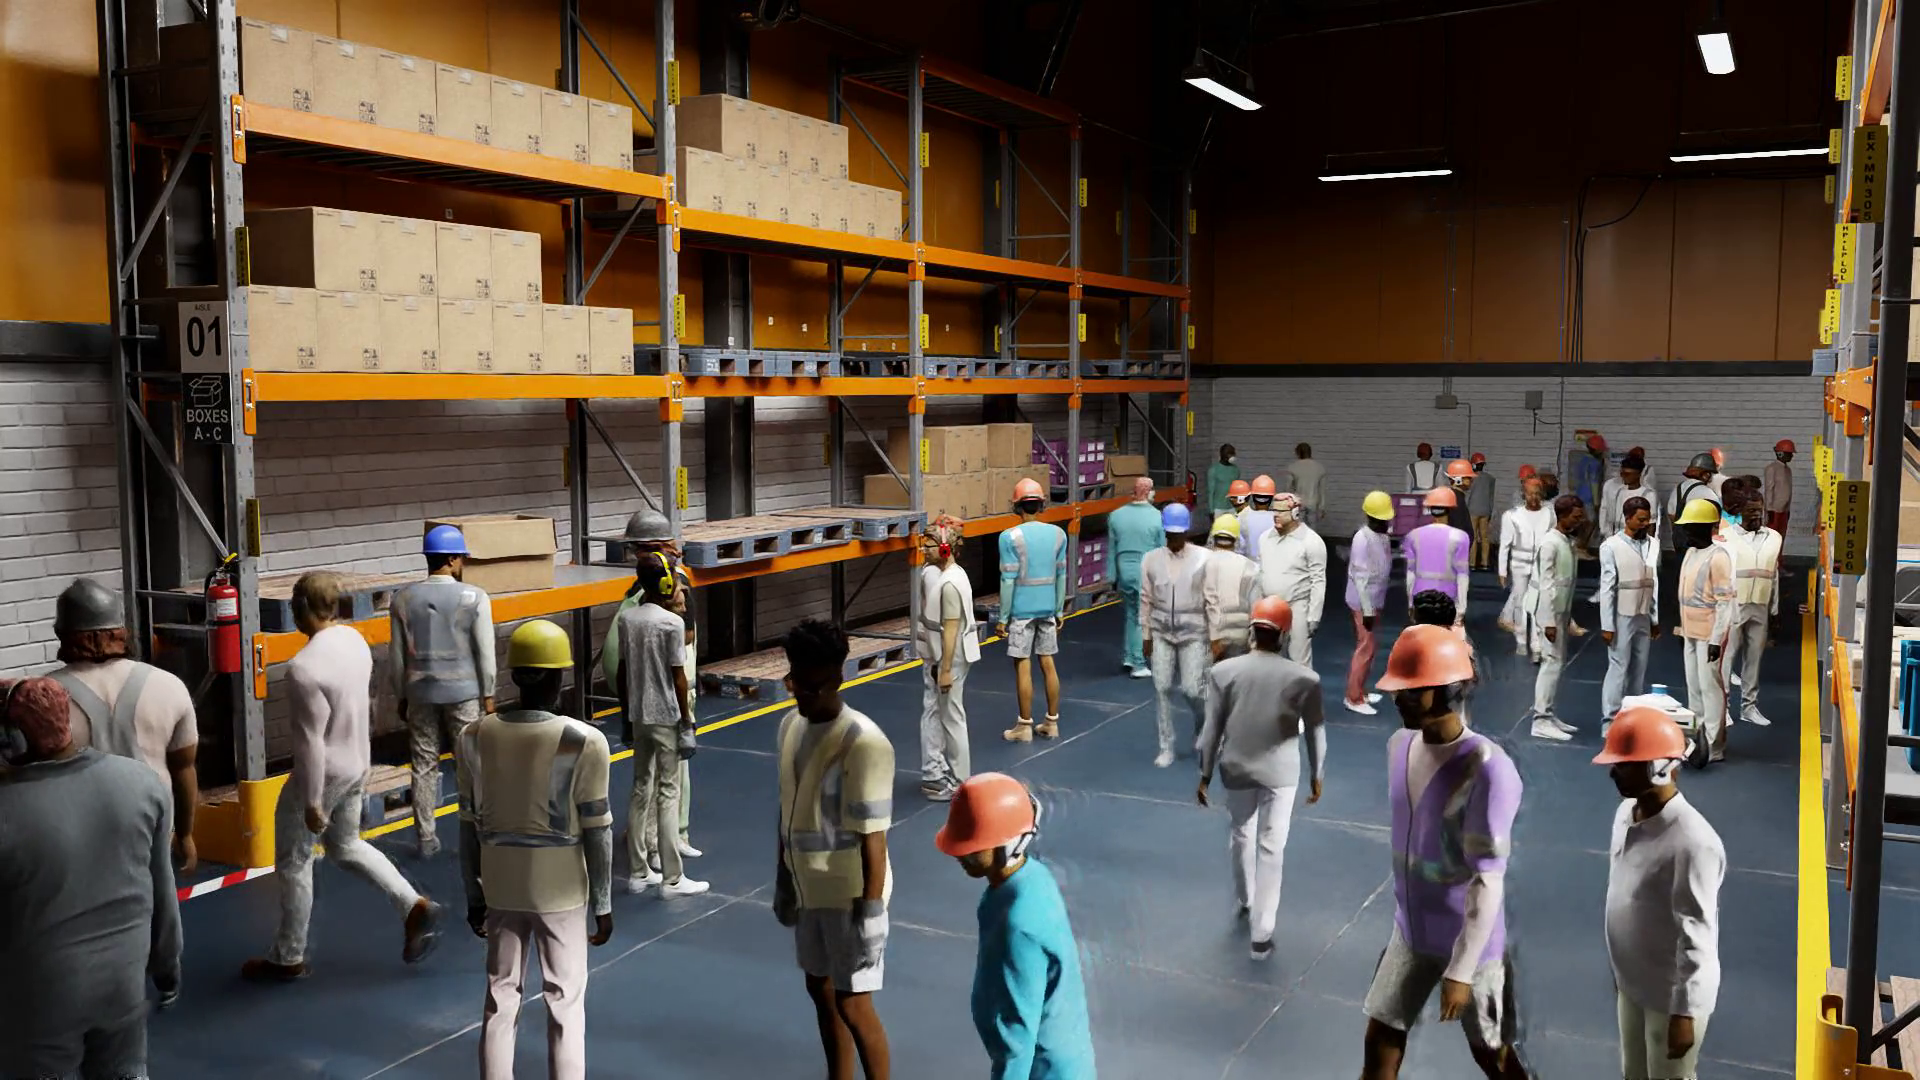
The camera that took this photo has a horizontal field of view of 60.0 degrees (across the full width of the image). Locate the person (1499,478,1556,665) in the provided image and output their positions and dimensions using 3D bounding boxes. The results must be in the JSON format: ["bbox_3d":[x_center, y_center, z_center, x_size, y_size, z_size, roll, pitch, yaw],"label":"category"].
[{"bbox_3d":[5.690,0.296,16.625,0.596,1.834,1.005,1,5,13],"label":"person"}]

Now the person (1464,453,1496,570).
[{"bbox_3d":[7.701,-0.426,24.783,0.563,1.752,0.325,-2,6,-23],"label":"person"}]

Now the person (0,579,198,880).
[{"bbox_3d":[-3.457,1.124,6.584,0.984,2.000,0.702,5,7,44],"label":"person"}]

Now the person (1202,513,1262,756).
[{"bbox_3d":[1.948,0.703,12.393,0.594,1.792,0.760,0,5,5],"label":"person"}]

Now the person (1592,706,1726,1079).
[{"bbox_3d":[2.190,1.392,5.295,0.368,1.742,0.586,0,5,-3],"label":"person"}]

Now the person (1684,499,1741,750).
[{"bbox_3d":[5.613,0.646,12.446,0.401,1.907,0.605,5,7,41],"label":"person"}]

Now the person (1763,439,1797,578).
[{"bbox_3d":[11.716,-0.445,23.774,0.613,1.986,0.407,-4,7,-37],"label":"person"}]

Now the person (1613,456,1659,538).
[{"bbox_3d":[7.508,0.044,18.596,0.368,1.967,0.600,-2,6,-21],"label":"person"}]

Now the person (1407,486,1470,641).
[{"bbox_3d":[3.979,0.509,13.853,0.564,1.917,0.459,5,7,40],"label":"person"}]

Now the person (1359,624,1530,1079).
[{"bbox_3d":[1.530,1.268,5.373,0.992,1.995,0.626,-2,6,-23],"label":"person"}]

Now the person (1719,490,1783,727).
[{"bbox_3d":[6.345,0.546,13.453,0.600,1.917,0.377,-1,5,-8],"label":"person"}]

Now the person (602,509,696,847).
[{"bbox_3d":[-1.825,0.829,9.751,0.536,2.000,0.688,-2,6,-22],"label":"person"}]

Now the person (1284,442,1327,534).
[{"bbox_3d":[5.209,-0.525,25.081,0.624,1.899,0.684,-1,5,-8],"label":"person"}]

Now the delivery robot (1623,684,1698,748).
[{"bbox_3d":[5.093,1.297,12.121,0.477,0.478,0.707,0,5,5],"label":"delivery robot"}]

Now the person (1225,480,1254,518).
[{"bbox_3d":[2.986,0.236,17.684,0.339,1.747,0.564,-1,5,-8],"label":"person"}]

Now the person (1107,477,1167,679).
[{"bbox_3d":[1.756,0.350,15.712,0.654,1.888,0.649,4,7,37],"label":"person"}]

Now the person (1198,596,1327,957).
[{"bbox_3d":[1.519,1.130,8.275,0.588,1.701,0.876,2,6,20],"label":"person"}]

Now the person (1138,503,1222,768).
[{"bbox_3d":[1.583,0.680,11.983,0.630,1.923,0.579,3,6,26],"label":"person"}]

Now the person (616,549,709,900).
[{"bbox_3d":[-1.631,0.986,8.969,0.521,1.873,0.334,4,7,37],"label":"person"}]

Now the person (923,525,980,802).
[{"bbox_3d":[-0.056,0.812,11.051,0.384,1.835,0.562,0,5,-3],"label":"person"}]

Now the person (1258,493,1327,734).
[{"bbox_3d":[2.576,0.577,13.185,0.399,1.908,0.643,-5,7,-40],"label":"person"}]

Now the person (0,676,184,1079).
[{"bbox_3d":[-2.724,1.341,5.041,0.450,1.890,0.654,3,6,30],"label":"person"}]

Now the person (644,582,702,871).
[{"bbox_3d":[-1.671,1.051,9.511,0.307,1.636,0.525,2,6,20],"label":"person"}]

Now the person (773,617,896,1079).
[{"bbox_3d":[-0.450,1.233,5.890,0.401,1.953,0.649,-4,7,-37],"label":"person"}]

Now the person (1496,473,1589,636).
[{"bbox_3d":[6.397,0.157,18.329,0.973,1.795,0.644,3,6,33],"label":"person"}]

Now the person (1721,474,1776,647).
[{"bbox_3d":[8.327,0.219,17.511,0.620,1.815,0.637,-2,6,-19],"label":"person"}]

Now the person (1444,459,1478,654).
[{"bbox_3d":[5.118,0.166,17.139,0.381,1.994,0.613,1,5,10],"label":"person"}]

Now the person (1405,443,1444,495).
[{"bbox_3d":[7.054,-0.535,25.270,0.572,1.885,0.358,1,5,14],"label":"person"}]

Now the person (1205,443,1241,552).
[{"bbox_3d":[3.811,-0.435,24.023,0.644,1.927,0.387,-3,6,-33],"label":"person"}]

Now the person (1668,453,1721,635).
[{"bbox_3d":[8.063,0.053,18.106,0.536,2.000,0.675,-1,5,-11],"label":"person"}]

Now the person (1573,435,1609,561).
[{"bbox_3d":[9.810,-0.651,25.982,0.489,1.988,0.768,1,5,6],"label":"person"}]

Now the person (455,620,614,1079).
[{"bbox_3d":[-1.510,1.244,5.969,0.585,1.918,0.409,1,5,12],"label":"person"}]

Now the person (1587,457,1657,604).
[{"bbox_3d":[8.191,-0.089,20.547,0.858,1.878,0.545,5,7,42],"label":"person"}]

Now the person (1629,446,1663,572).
[{"bbox_3d":[10.051,-0.450,24.501,0.466,1.854,0.618,-2,6,-19],"label":"person"}]

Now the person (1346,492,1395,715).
[{"bbox_3d":[3.435,0.523,13.907,0.480,1.879,0.718,3,6,29],"label":"person"}]

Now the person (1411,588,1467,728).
[{"bbox_3d":[2.494,1.098,8.733,0.321,1.688,0.530,3,6,27],"label":"person"}]

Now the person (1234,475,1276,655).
[{"bbox_3d":[2.745,0.381,15.119,0.542,1.939,0.364,1,5,7],"label":"person"}]

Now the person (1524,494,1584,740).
[{"bbox_3d":[4.664,0.590,13.059,0.420,1.908,0.609,4,6,35],"label":"person"}]

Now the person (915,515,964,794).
[{"bbox_3d":[-0.115,0.768,11.255,0.358,1.881,0.574,1,5,8],"label":"person"}]

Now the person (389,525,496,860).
[{"bbox_3d":[-2.994,0.887,9.664,0.606,1.940,0.409,0,5,2],"label":"person"}]

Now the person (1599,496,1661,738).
[{"bbox_3d":[5.166,0.610,12.856,0.598,1.907,0.408,-3,6,-30],"label":"person"}]

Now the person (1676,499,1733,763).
[{"bbox_3d":[5.403,0.663,12.148,0.388,1.926,0.590,0,5,1],"label":"person"}]

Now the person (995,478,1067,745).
[{"bbox_3d":[0.531,0.546,12.807,0.611,2.038,0.392,-3,6,-32],"label":"person"}]

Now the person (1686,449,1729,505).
[{"bbox_3d":[9.462,-0.178,21.104,0.640,1.938,1.011,4,7,36],"label":"person"}]

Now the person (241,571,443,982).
[{"bbox_3d":[-2.873,1.087,7.665,0.840,1.911,0.626,1,5,6],"label":"person"}]

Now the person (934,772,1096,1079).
[{"bbox_3d":[0.181,1.471,4.606,0.754,1.706,0.582,0,5,-4],"label":"person"}]
